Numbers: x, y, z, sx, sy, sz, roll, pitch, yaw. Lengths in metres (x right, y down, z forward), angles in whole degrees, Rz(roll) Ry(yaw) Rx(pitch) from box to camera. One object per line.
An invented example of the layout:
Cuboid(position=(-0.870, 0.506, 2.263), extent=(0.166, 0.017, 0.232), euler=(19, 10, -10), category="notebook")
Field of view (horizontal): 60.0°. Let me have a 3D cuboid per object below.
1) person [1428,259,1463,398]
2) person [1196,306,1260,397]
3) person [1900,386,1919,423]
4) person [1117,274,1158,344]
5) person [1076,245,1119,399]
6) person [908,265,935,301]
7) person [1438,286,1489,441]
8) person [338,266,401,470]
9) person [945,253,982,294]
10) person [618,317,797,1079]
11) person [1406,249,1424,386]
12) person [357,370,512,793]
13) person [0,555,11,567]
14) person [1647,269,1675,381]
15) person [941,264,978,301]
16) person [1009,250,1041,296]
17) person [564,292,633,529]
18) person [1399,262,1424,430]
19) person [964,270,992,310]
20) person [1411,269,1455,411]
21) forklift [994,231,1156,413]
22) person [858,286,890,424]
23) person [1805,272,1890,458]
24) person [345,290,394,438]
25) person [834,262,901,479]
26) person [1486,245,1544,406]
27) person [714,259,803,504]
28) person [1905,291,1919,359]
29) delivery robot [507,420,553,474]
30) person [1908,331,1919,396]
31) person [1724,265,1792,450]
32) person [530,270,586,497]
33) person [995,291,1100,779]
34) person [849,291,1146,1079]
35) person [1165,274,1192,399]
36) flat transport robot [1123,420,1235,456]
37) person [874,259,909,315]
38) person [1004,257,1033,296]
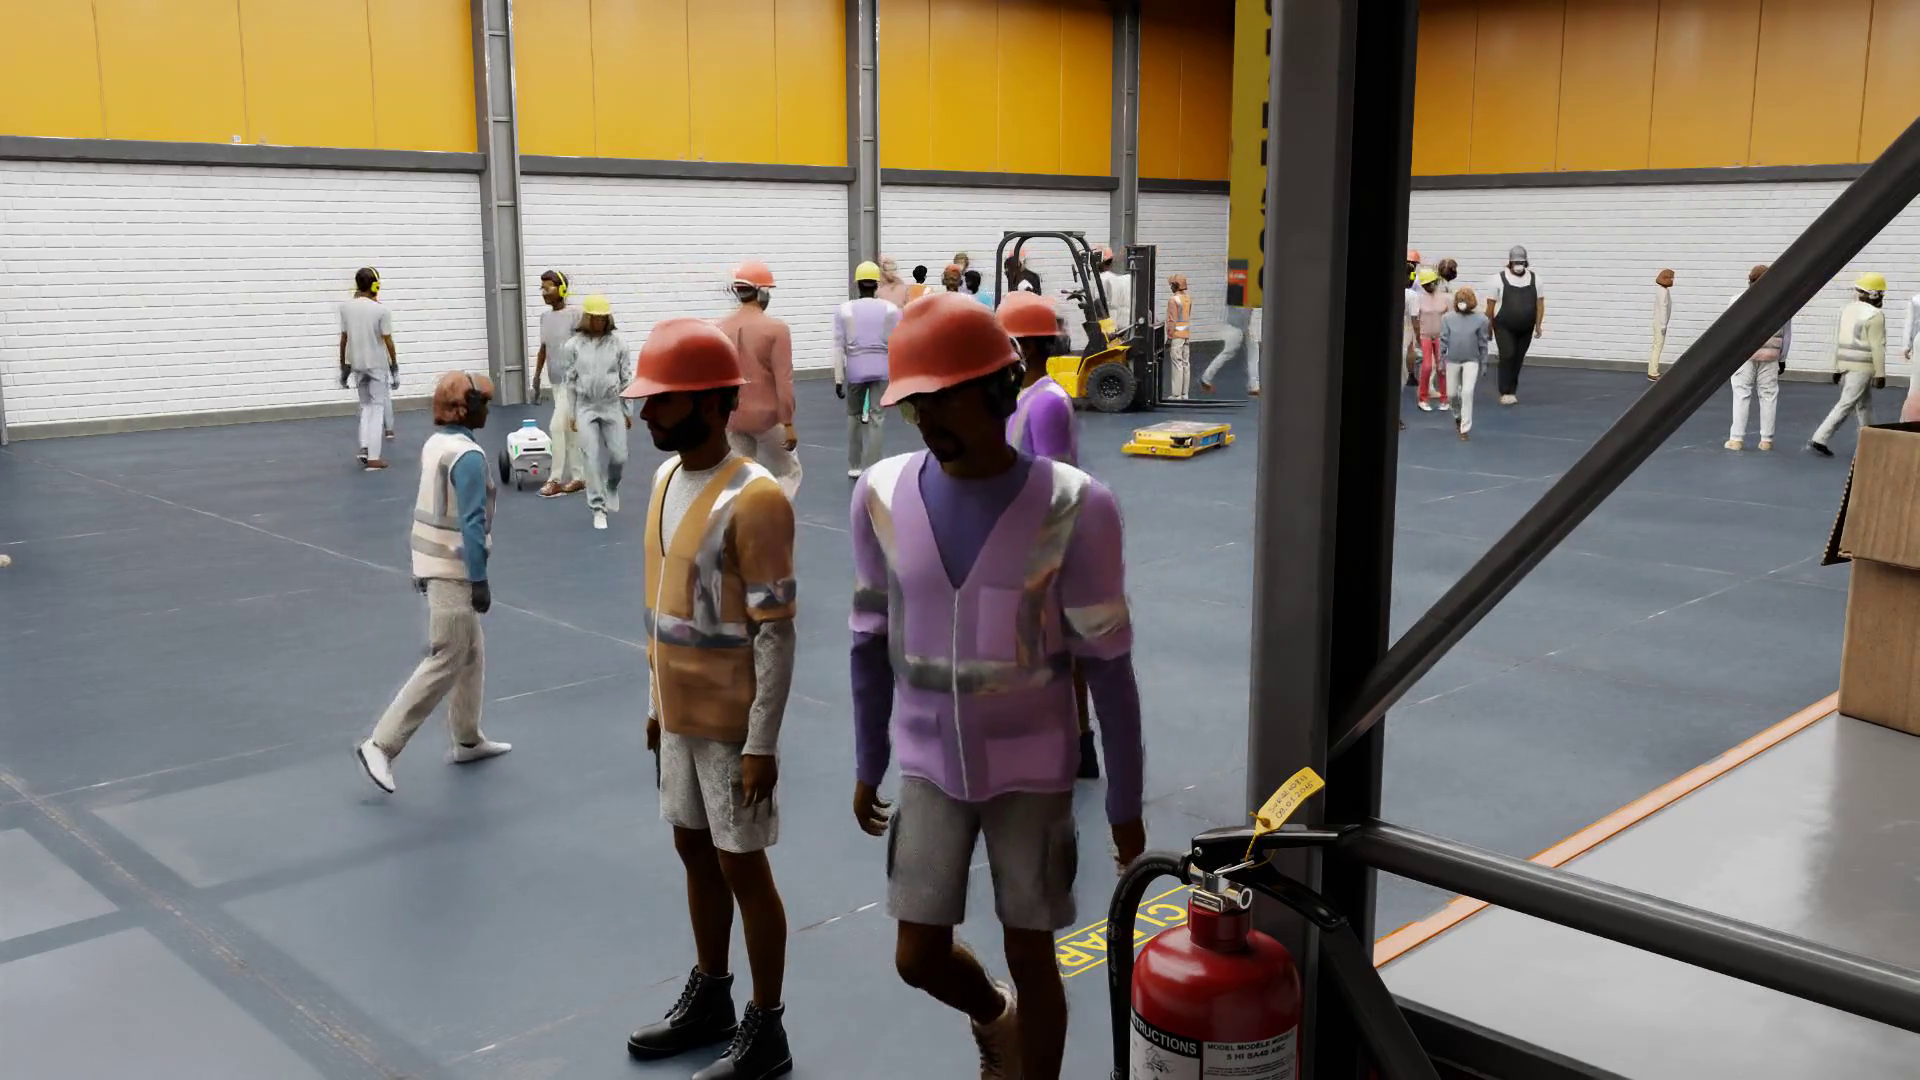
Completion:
Cuboid(position=(6.425, -2.753, 21.746), extent=(0.753, 1.816, 0.640), euler=(3, 11, 14), category="person")
Cuboid(position=(3.640, -2.830, 22.018), extent=(0.992, 1.898, 0.622), euler=(5, 11, 23), category="person")
Cuboid(position=(3.948, 0.020, 6.525), extent=(0.995, 1.864, 0.664), euler=(-9, 13, -39), category="person")
Cuboid(position=(2.346, -2.915, 22.394), extent=(0.630, 1.912, 0.609), euler=(0, 10, -2), category="person")
Cuboid(position=(1.935, -2.799, 21.502), extent=(0.940, 2.017, 0.614), euler=(4, 11, 21), category="person")
Cuboid(position=(-0.603, -3.225, 24.694), extent=(0.534, 1.690, 0.319), euler=(4, 11, 21), category="person")
Cuboid(position=(5.291, -1.859, 17.481), extent=(0.513, 1.612, 0.624), euler=(5, 11, 25), category="person")
Cuboid(position=(-5.379, -1.563, 15.197), extent=(0.553, 1.845, 0.472), euler=(2, 11, 10), category="person")
Cuboid(position=(0.034, -3.319, 24.727), extent=(0.614, 1.876, 1.044), euler=(4, 11, 21), category="person")
Cuboid(position=(-0.637, 0.421, 4.128), extent=(0.362, 1.935, 0.553), euler=(-8, 13, -38), category="person")
Cuboid(position=(6.374, -3.166, 23.708), extent=(0.373, 1.930, 0.549), euler=(-9, 14, -41), category="person")
Cuboid(position=(-2.099, 0.143, 6.532), extent=(0.626, 1.607, 0.532), euler=(-6, 12, -29), category="person")
Cuboid(position=(-6.406, -0.704, 10.564), extent=(0.479, 1.830, 0.653), euler=(-4, 11, -22), category="person")
Cuboid(position=(10.313, -3.151, 24.436), extent=(0.265, 1.631, 0.507), euler=(3, 11, 16), category="person")
Cuboid(position=(-0.075, -1.930, 17.205), extent=(0.573, 1.852, 0.876), euler=(2, 11, 13), category="person")
Cuboid(position=(0.929, -3.354, 24.760), extent=(1.067, 1.916, 0.630), euler=(-10, 14, -44), category="person")
Cuboid(position=(-2.656, -0.958, 12.244), extent=(0.484, 1.729, 0.517), euler=(-3, 11, -17), category="person")
Cuboid(position=(4.827, -2.124, 18.278), extent=(0.505, 1.835, 0.657), euler=(-5, 11, -25), category="person")
Cuboid(position=(0.249, -2.745, 22.104), extent=(0.421, 1.672, 0.569), euler=(-6, 12, -28), category="person")
Cuboid(position=(5.748, -2.428, 20.239), extent=(0.547, 1.724, 0.356), euler=(1, 10, 5), category="person")
Cuboid(position=(1.222, -2.721, 20.561), extent=(2.313, 2.155, 1.214), euler=(2, 11, 13), category="forklift")
Cuboid(position=(-1.017, -2.213, 19.090), extent=(0.539, 1.721, 0.910), euler=(0, 10, 0), category="person")
Cuboid(position=(8.593, -1.668, 15.937), extent=(0.927, 1.792, 0.610), euler=(0, 10, -1), category="person")
Cuboid(position=(-6.205, -1.877, 17.489), extent=(0.507, 1.632, 0.268), euler=(-7, 12, -32), category="person")
Cuboid(position=(-0.797, -1.440, 14.372), extent=(0.605, 1.894, 0.785), euler=(-2, 11, -9), category="person")
Cuboid(position=(7.030, -2.715, 20.949), extent=(0.677, 2.000, 0.825), euler=(0, 10, -1), category="person")
Cuboid(position=(-1.266, -0.768, 10.495), extent=(0.650, 1.974, 0.514), euler=(6, 12, 29), category="person")
Cuboid(position=(11.141, -2.253, 19.057), extent=(0.596, 1.816, 0.585), euler=(8, 13, 38), category="person")
Cuboid(position=(-3.673, -0.785, 14.225), extent=(0.477, 0.478, 0.707), euler=(-4, 11, -19), category="delivery robot")
Cuboid(position=(5.987, -0.638, 9.903), extent=(0.635, 1.937, 0.352), euler=(9, 14, 42), category="person")
Cuboid(position=(7.901, -1.805, 16.540), extent=(0.623, 1.841, 0.430), euler=(2, 11, 9), category="person")
Cuboid(position=(-3.330, -1.263, 13.569), extent=(0.549, 1.841, 0.782), euler=(8, 13, 38), category="person")
Cuboid(position=(0.189, 0.009, 6.425), extent=(0.794, 1.908, 0.578), euler=(0, 10, 1), category="person")
Cuboid(position=(0.081, 0.483, 3.567), extent=(0.703, 2.020, 0.534), euler=(4, 11, 20), category="person")
Cuboid(position=(2.801, -2.586, 21.345), extent=(0.308, 1.640, 0.511), euler=(7, 12, 32), category="person")
Cuboid(position=(2.196, -1.023, 16.552), extent=(0.652, 0.197, 1.431), euler=(6, 12, 28), category="flat transport robot")
Cuboid(position=(-0.961, -2.838, 22.235), extent=(0.646, 1.832, 1.034), euler=(-4, 11, -20), category="person")
Cuboid(position=(0.782, -2.802, 21.941), extent=(0.984, 1.865, 0.573), euler=(-4, 11, -22), category="person")
